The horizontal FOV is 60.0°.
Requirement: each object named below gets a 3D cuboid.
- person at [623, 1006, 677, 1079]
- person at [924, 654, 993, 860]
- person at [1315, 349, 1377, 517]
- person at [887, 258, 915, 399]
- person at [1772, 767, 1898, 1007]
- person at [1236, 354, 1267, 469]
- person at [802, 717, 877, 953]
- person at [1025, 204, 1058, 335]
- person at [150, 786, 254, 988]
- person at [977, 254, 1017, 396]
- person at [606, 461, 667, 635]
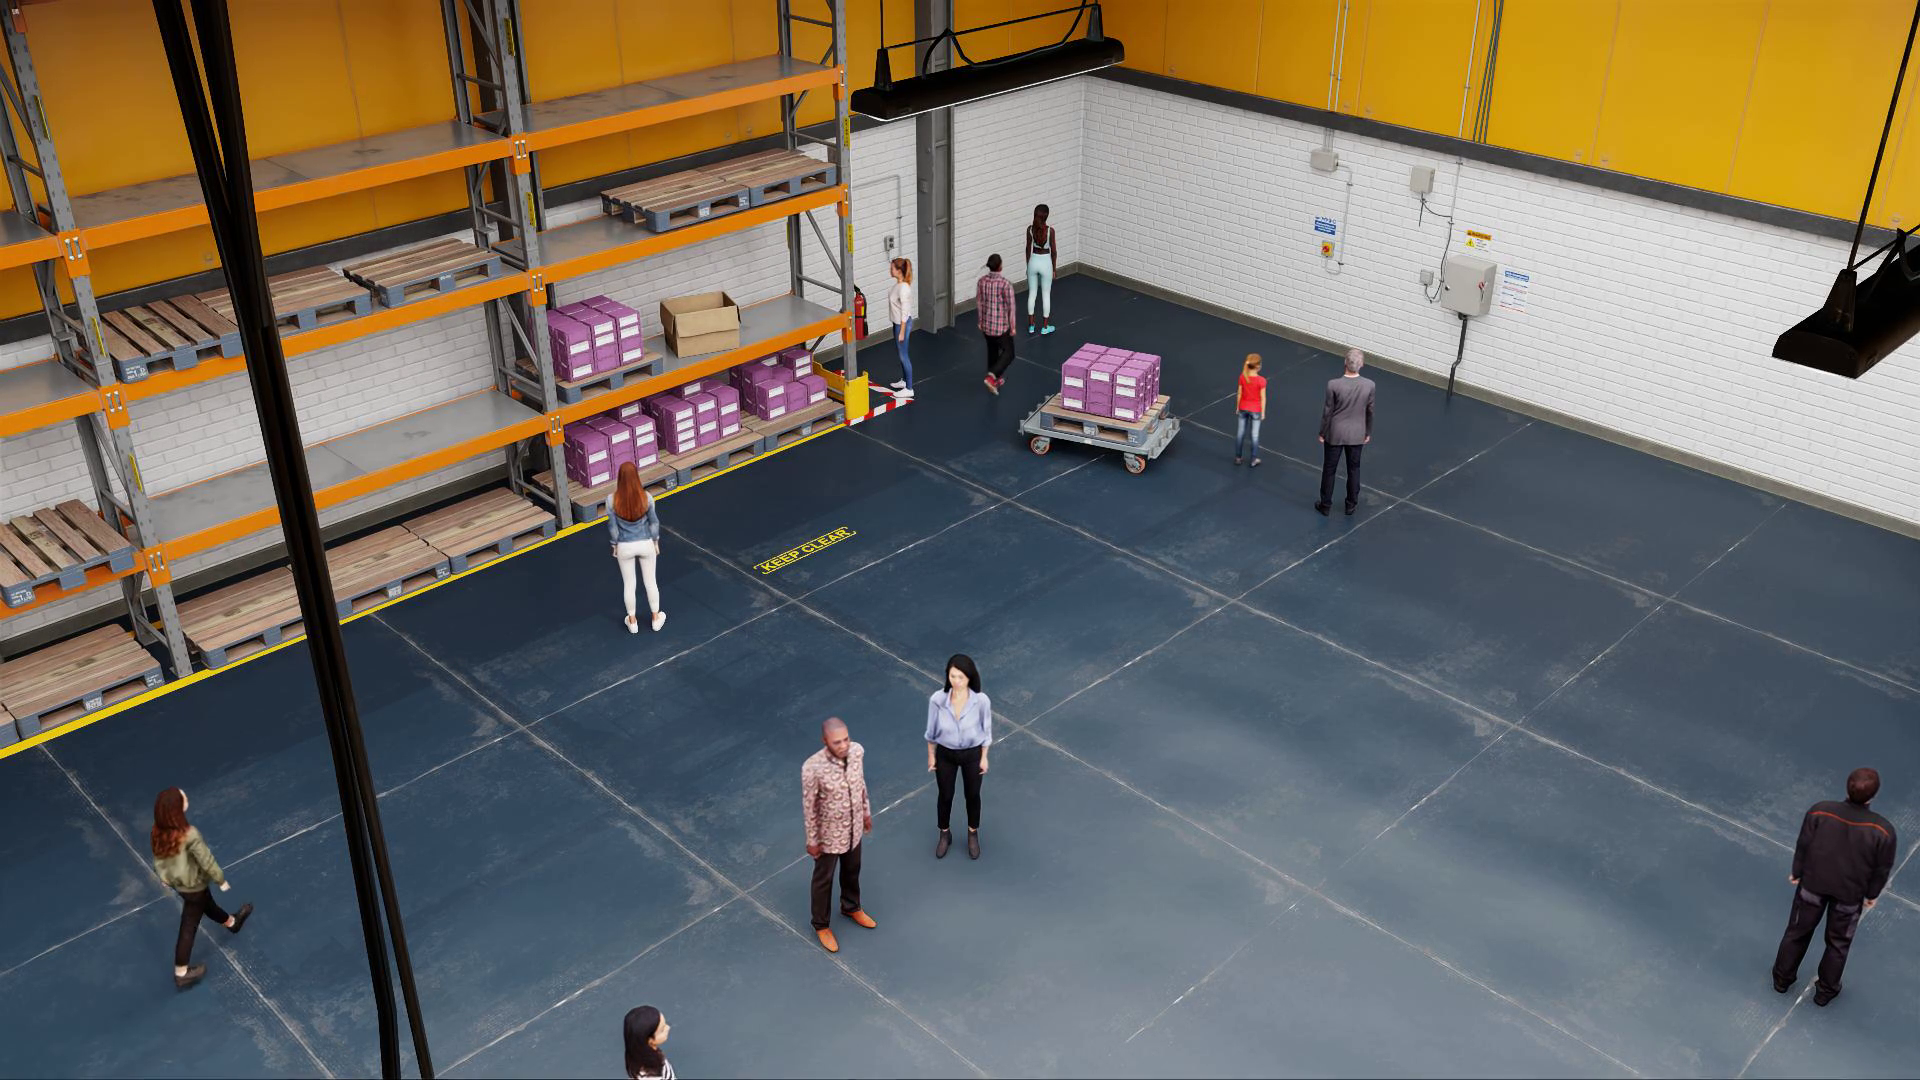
[{"bbox_3d":[-1.677,3.280,9.205,0.577,1.797,0.631,-14,32,-24],"label":"person"},{"bbox_3d":[-0.001,1.605,12.332,0.733,1.744,0.778,2,29,3],"label":"person"},{"bbox_3d":[3.990,-1.119,17.223,0.790,1.842,0.861,-1,29,-2],"label":"person"},{"bbox_3d":[-0.696,-2.564,19.999,0.716,1.719,0.685,-3,29,-6],"label":"person"},{"bbox_3d":[5.768,2.283,10.990,0.759,1.837,0.631,18,34,30],"label":"person"},{"bbox_3d":[3.202,-1.433,18.354,0.531,1.310,0.549,14,31,23],"label":"person"},{"bbox_3d":[-0.853,1.989,11.559,0.517,1.808,0.752,-24,36,-36],"label":"person"},{"bbox_3d":[1.047,-3.565,21.829,0.650,1.723,0.661,9,30,16],"label":"person"},{"bbox_3d":[-5.276,2.366,11.261,0.791,1.432,1.065,14,32,24],"label":"person"},{"bbox_3d":[0.416,-2.563,19.970,0.781,1.745,0.887,18,33,30],"label":"person"},{"bbox_3d":[-2.960,0.072,15.184,0.645,1.703,0.750,-5,29,-10],"label":"person"}]
